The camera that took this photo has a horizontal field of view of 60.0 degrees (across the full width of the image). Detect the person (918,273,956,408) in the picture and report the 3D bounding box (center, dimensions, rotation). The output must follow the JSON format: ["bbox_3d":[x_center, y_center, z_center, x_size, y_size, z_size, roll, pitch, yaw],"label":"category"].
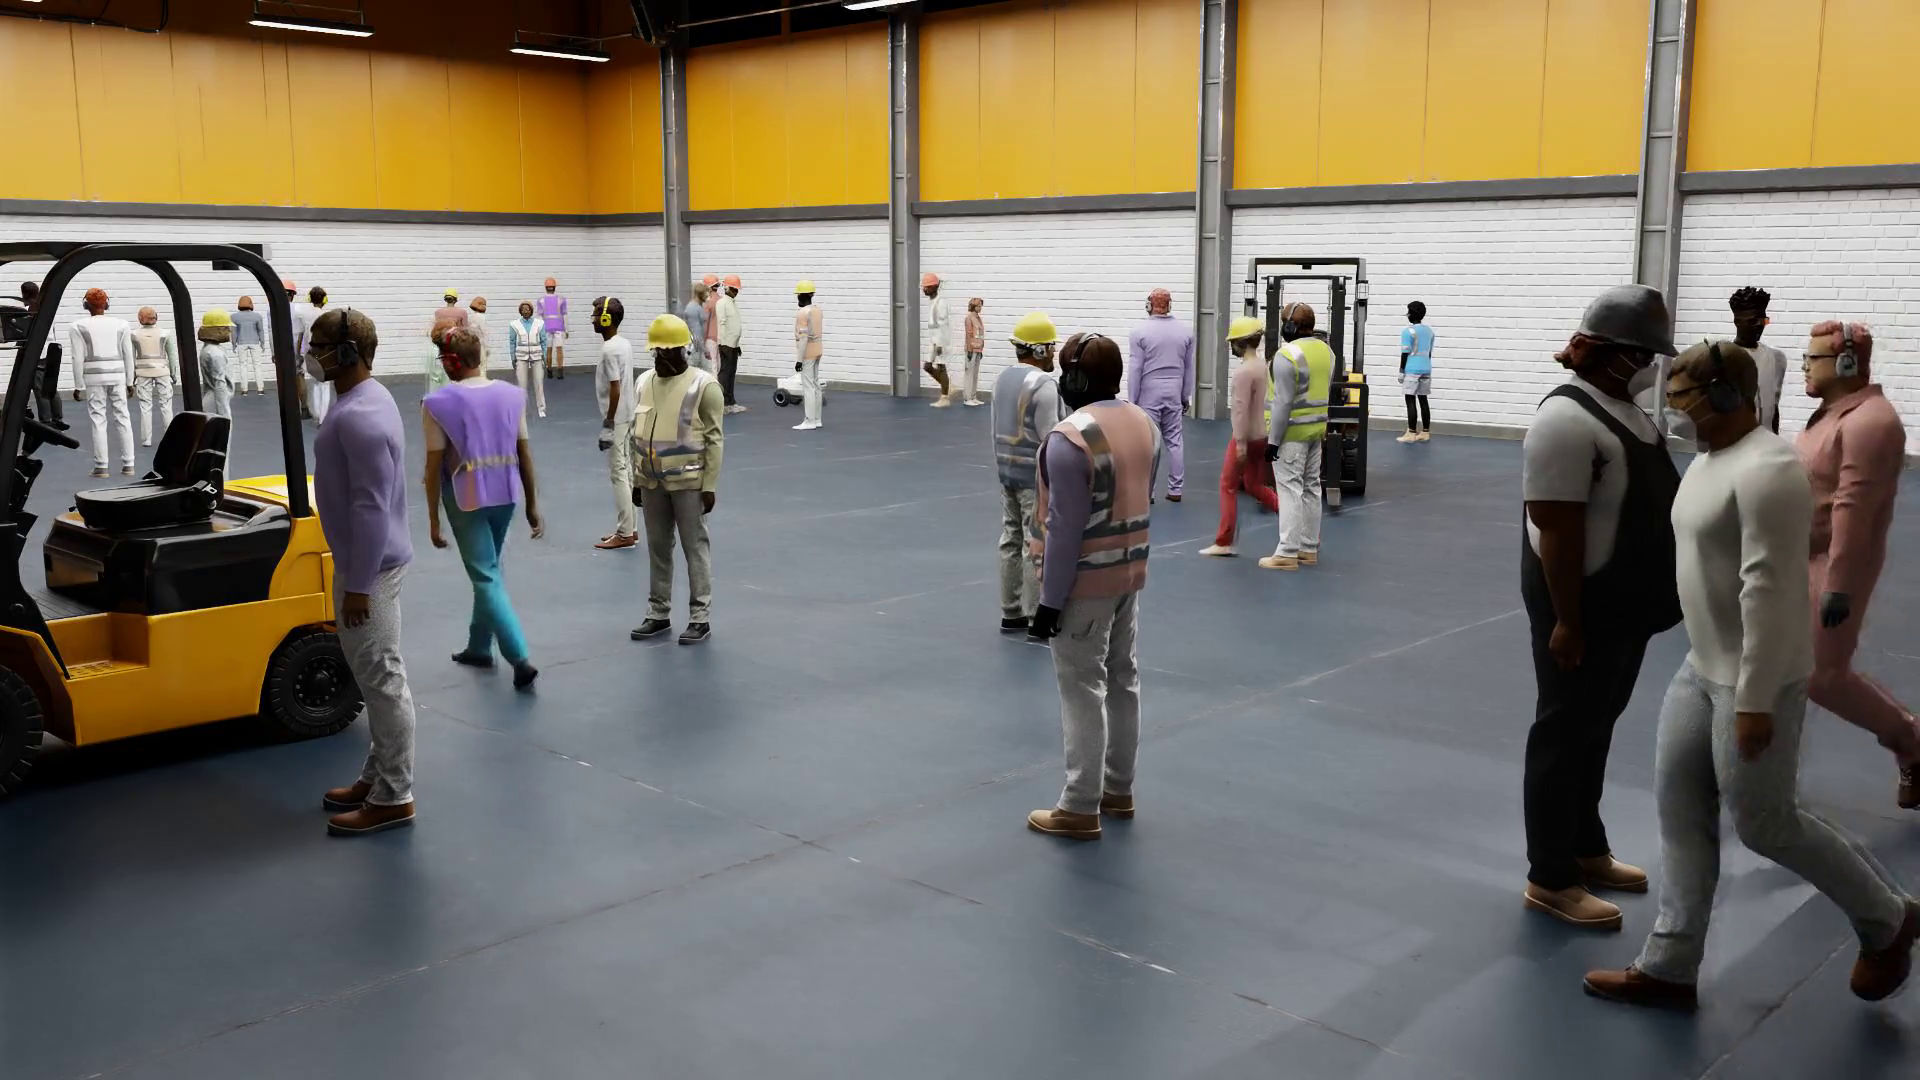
[{"bbox_3d":[-0.358,-2.960,24.752,0.526,2.018,0.615,-4,10,-22],"label":"person"}]

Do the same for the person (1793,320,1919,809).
[{"bbox_3d":[3.335,0.112,6.306,0.705,1.884,0.657,1,9,8],"label":"person"}]

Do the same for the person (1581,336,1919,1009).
[{"bbox_3d":[2.252,0.388,4.619,0.863,1.896,0.686,1,9,6],"label":"person"}]

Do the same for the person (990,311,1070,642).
[{"bbox_3d":[0.409,-0.355,9.319,0.404,1.835,0.587,-5,11,-29],"label":"person"}]

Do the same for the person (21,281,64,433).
[{"bbox_3d":[-11.431,-2.248,20.675,0.379,1.916,0.591,1,9,6],"label":"person"}]

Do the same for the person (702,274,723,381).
[{"bbox_3d":[-3.822,-3.119,25.806,0.407,1.987,0.614,6,11,31],"label":"person"}]

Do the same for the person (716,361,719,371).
[{"bbox_3d":[-4.202,-3.439,28.304,0.543,1.800,0.929,-7,11,-36],"label":"person"}]

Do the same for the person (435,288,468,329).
[{"bbox_3d":[-8.166,-3.169,26.780,0.529,1.767,0.329,-1,9,-8],"label":"person"}]

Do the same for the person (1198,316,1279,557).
[{"bbox_3d":[2.116,-0.727,11.887,0.726,1.740,0.528,6,11,31],"label":"person"}]

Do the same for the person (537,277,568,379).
[{"bbox_3d":[-7.663,-3.983,31.312,0.551,1.940,0.483,-1,9,-8],"label":"person"}]

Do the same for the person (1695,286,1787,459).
[{"bbox_3d":[4.801,-0.574,10.257,0.608,1.965,0.365,-2,10,-13],"label":"person"}]

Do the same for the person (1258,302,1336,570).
[{"bbox_3d":[2.307,-0.712,11.490,0.429,1.845,0.621,9,13,43],"label":"person"}]

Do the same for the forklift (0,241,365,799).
[{"bbox_3d":[-3.706,-0.171,7.093,1.214,2.155,2.313,9,13,43],"label":"forklift"}]

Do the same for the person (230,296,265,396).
[{"bbox_3d":[-11.664,-3.181,27.258,0.504,1.631,0.280,-4,10,-21],"label":"person"}]

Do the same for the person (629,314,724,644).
[{"bbox_3d":[-1.595,-0.336,9.230,0.586,1.827,0.404,4,10,25],"label":"person"}]

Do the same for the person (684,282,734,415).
[{"bbox_3d":[-3.701,-2.676,23.440,0.942,1.888,0.622,2,9,10],"label":"person"}]

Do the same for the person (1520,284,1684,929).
[{"bbox_3d":[2.091,0.190,5.347,0.537,2.000,0.679,7,11,35],"label":"person"}]

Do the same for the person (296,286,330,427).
[{"bbox_3d":[-8.237,-2.339,21.442,0.576,1.846,0.671,0,9,0],"label":"person"}]

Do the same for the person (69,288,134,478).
[{"bbox_3d":[-8.521,-1.560,16.558,0.572,1.883,0.355,-9,13,-43],"label":"person"}]

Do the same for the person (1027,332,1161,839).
[{"bbox_3d":[0.466,0.167,6.098,0.429,1.845,0.621,7,11,35],"label":"person"}]

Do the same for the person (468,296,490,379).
[{"bbox_3d":[-7.637,-3.053,26.478,0.498,1.633,0.284,9,13,44],"label":"person"}]

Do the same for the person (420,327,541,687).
[{"bbox_3d":[-2.371,-0.169,8.328,0.920,1.797,0.602,9,13,43],"label":"person"}]

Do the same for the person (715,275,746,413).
[{"bbox_3d":[-3.310,-2.827,24.018,0.393,1.985,0.611,2,9,12],"label":"person"}]

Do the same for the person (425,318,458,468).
[{"bbox_3d":[-4.802,-1.298,15.772,0.678,1.605,0.517,-1,9,-8],"label":"person"}]

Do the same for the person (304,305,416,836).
[{"bbox_3d":[-2.212,0.111,6.148,0.372,1.940,0.630,-4,10,-21],"label":"person"}]

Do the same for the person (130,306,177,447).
[{"bbox_3d":[-9.403,-1.898,19.385,0.513,1.638,0.307,-4,10,-23],"label":"person"}]

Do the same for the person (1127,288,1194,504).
[{"bbox_3d":[1.743,-1.271,14.718,0.651,1.906,0.402,-4,10,-23],"label":"person"}]

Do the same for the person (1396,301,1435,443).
[{"bbox_3d":[5.444,-2.002,19.857,0.534,1.692,0.320,-7,11,-35],"label":"person"}]

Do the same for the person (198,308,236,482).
[{"bbox_3d":[-6.190,-1.062,13.932,0.317,1.743,0.488,-6,11,-33],"label":"person"}]

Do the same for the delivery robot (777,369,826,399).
[{"bbox_3d":[-2.383,-2.327,25.035,0.707,0.478,0.477,4,10,22],"label":"delivery robot"}]

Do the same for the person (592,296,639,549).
[{"bbox_3d":[-2.571,-0.865,12.333,0.328,1.874,0.517,0,9,1],"label":"person"}]

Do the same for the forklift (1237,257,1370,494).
[{"bbox_3d":[3.309,-1.629,16.029,1.214,2.155,2.313,2,9,11],"label":"forklift"}]

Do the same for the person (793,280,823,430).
[{"bbox_3d":[-1.967,-2.383,21.469,0.363,1.928,0.587,3,10,16],"label":"person"}]

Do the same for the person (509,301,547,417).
[{"bbox_3d":[-6.003,-2.511,23.169,0.508,1.631,0.310,-3,10,-15],"label":"person"}]

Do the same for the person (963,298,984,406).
[{"bbox_3d":[0.213,-2.855,25.250,0.311,1.636,0.523,3,10,20],"label":"person"}]

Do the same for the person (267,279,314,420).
[{"bbox_3d":[-9.195,-2.607,22.845,0.543,1.928,0.374,-2,9,-9],"label":"person"}]
